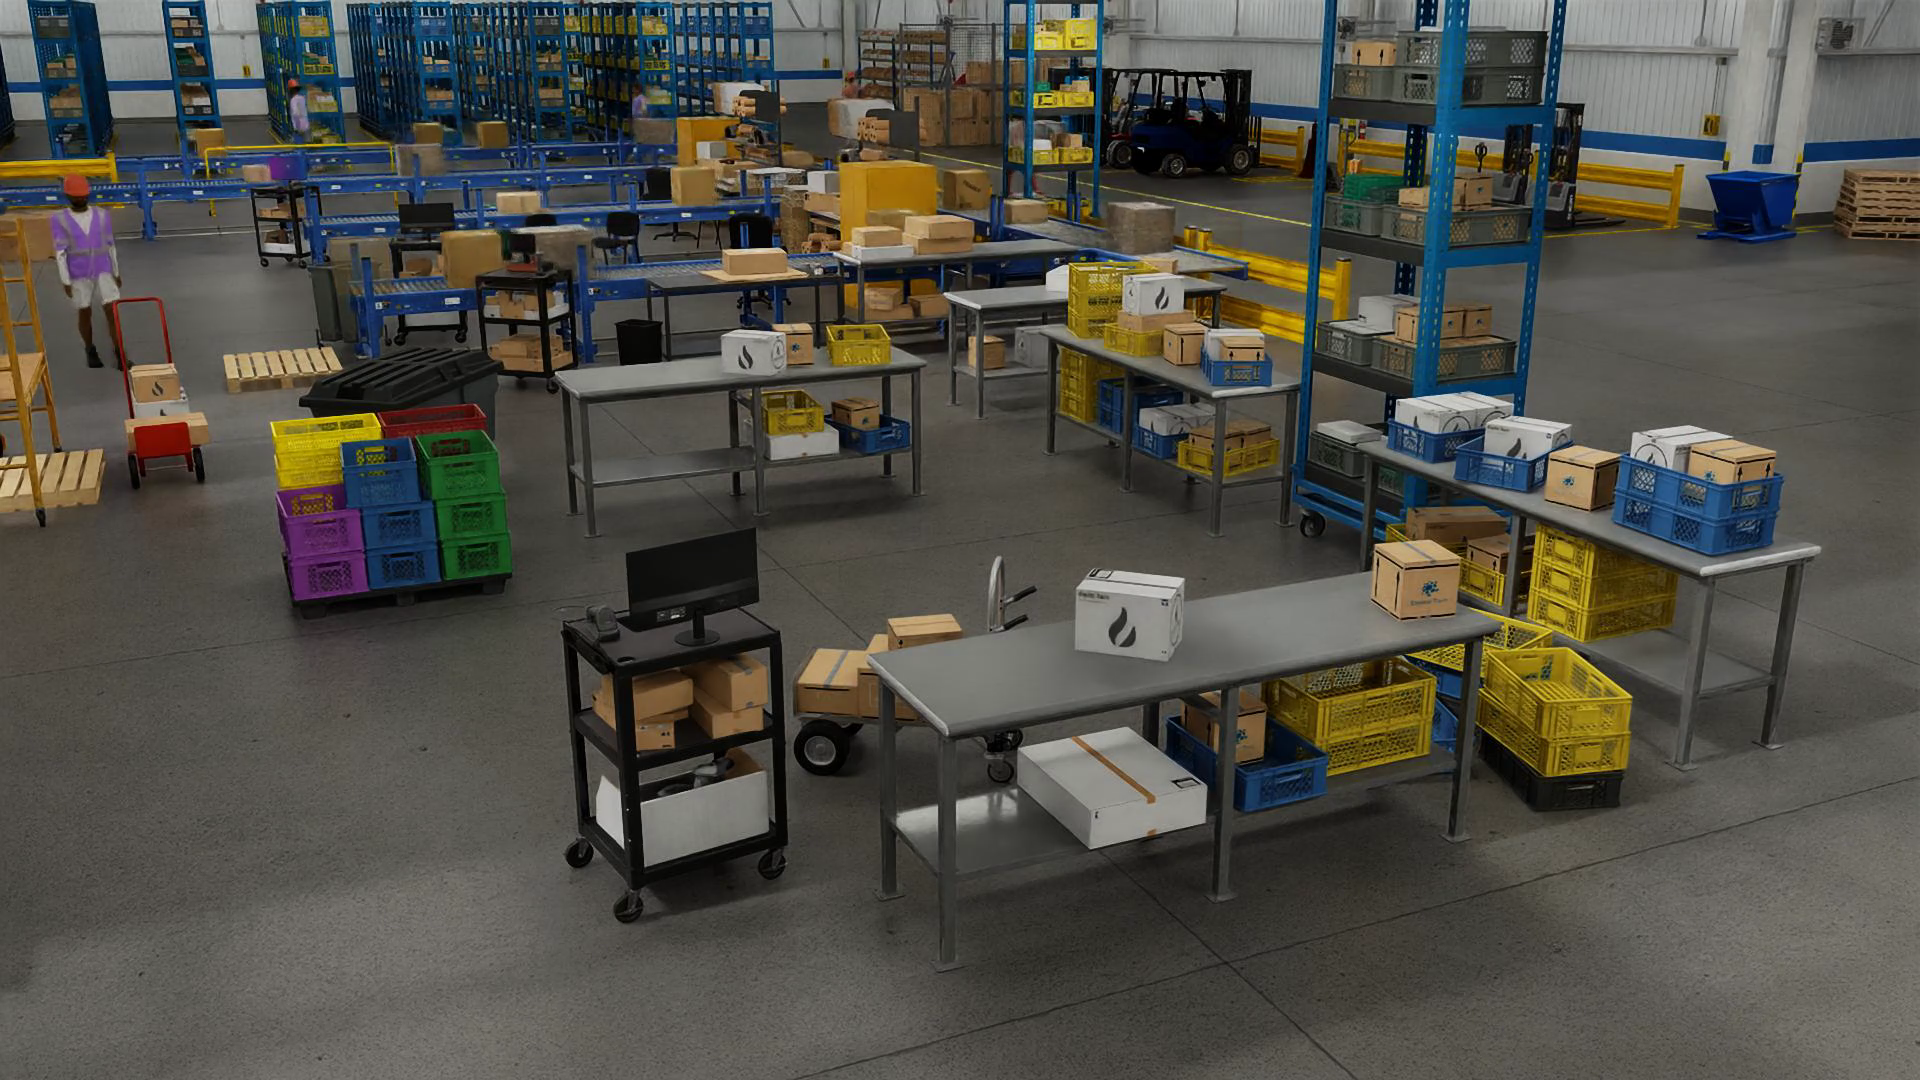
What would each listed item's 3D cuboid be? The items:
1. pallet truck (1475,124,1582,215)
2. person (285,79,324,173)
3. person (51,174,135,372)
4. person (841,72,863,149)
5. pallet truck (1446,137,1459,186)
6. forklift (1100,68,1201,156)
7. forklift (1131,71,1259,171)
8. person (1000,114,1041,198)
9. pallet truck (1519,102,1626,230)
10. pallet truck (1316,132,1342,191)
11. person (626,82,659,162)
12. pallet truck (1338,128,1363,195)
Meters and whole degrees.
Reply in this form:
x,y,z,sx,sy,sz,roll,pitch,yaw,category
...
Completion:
x,y,z,sx,sy,sz,roll,pitch,yaw,category
9.707,-6.455,28.103,1.885,1.965,0.823,-7,19,-20,pallet truck
-14.276,-8.910,35.862,0.992,1.989,0.622,1,18,4,person
-8.330,-2.543,15.956,0.552,1.885,0.949,-14,22,-37,person
-2.695,-10.711,41.606,0.631,1.947,0.996,-14,22,-36,person
9.184,-6.485,29.328,1.630,1.274,0.653,-8,19,-23,pallet truck
4.082,-9.564,37.410,2.680,1.987,1.157,-8,19,-23,forklift
4.998,-8.936,35.413,2.680,1.987,1.157,-9,20,-25,forklift
1.106,-7.157,30.754,0.863,1.735,0.536,11,21,32,person
9.972,-6.037,26.785,1.885,1.965,0.823,-9,20,-25,pallet truck
7.723,-7.504,32.656,1.601,1.201,0.680,-8,19,-23,pallet truck
-7.402,-9.714,38.674,0.867,1.814,0.573,-9,20,-27,person
7.845,-7.140,31.411,1.522,1.261,0.704,-9,20,-25,pallet truck
